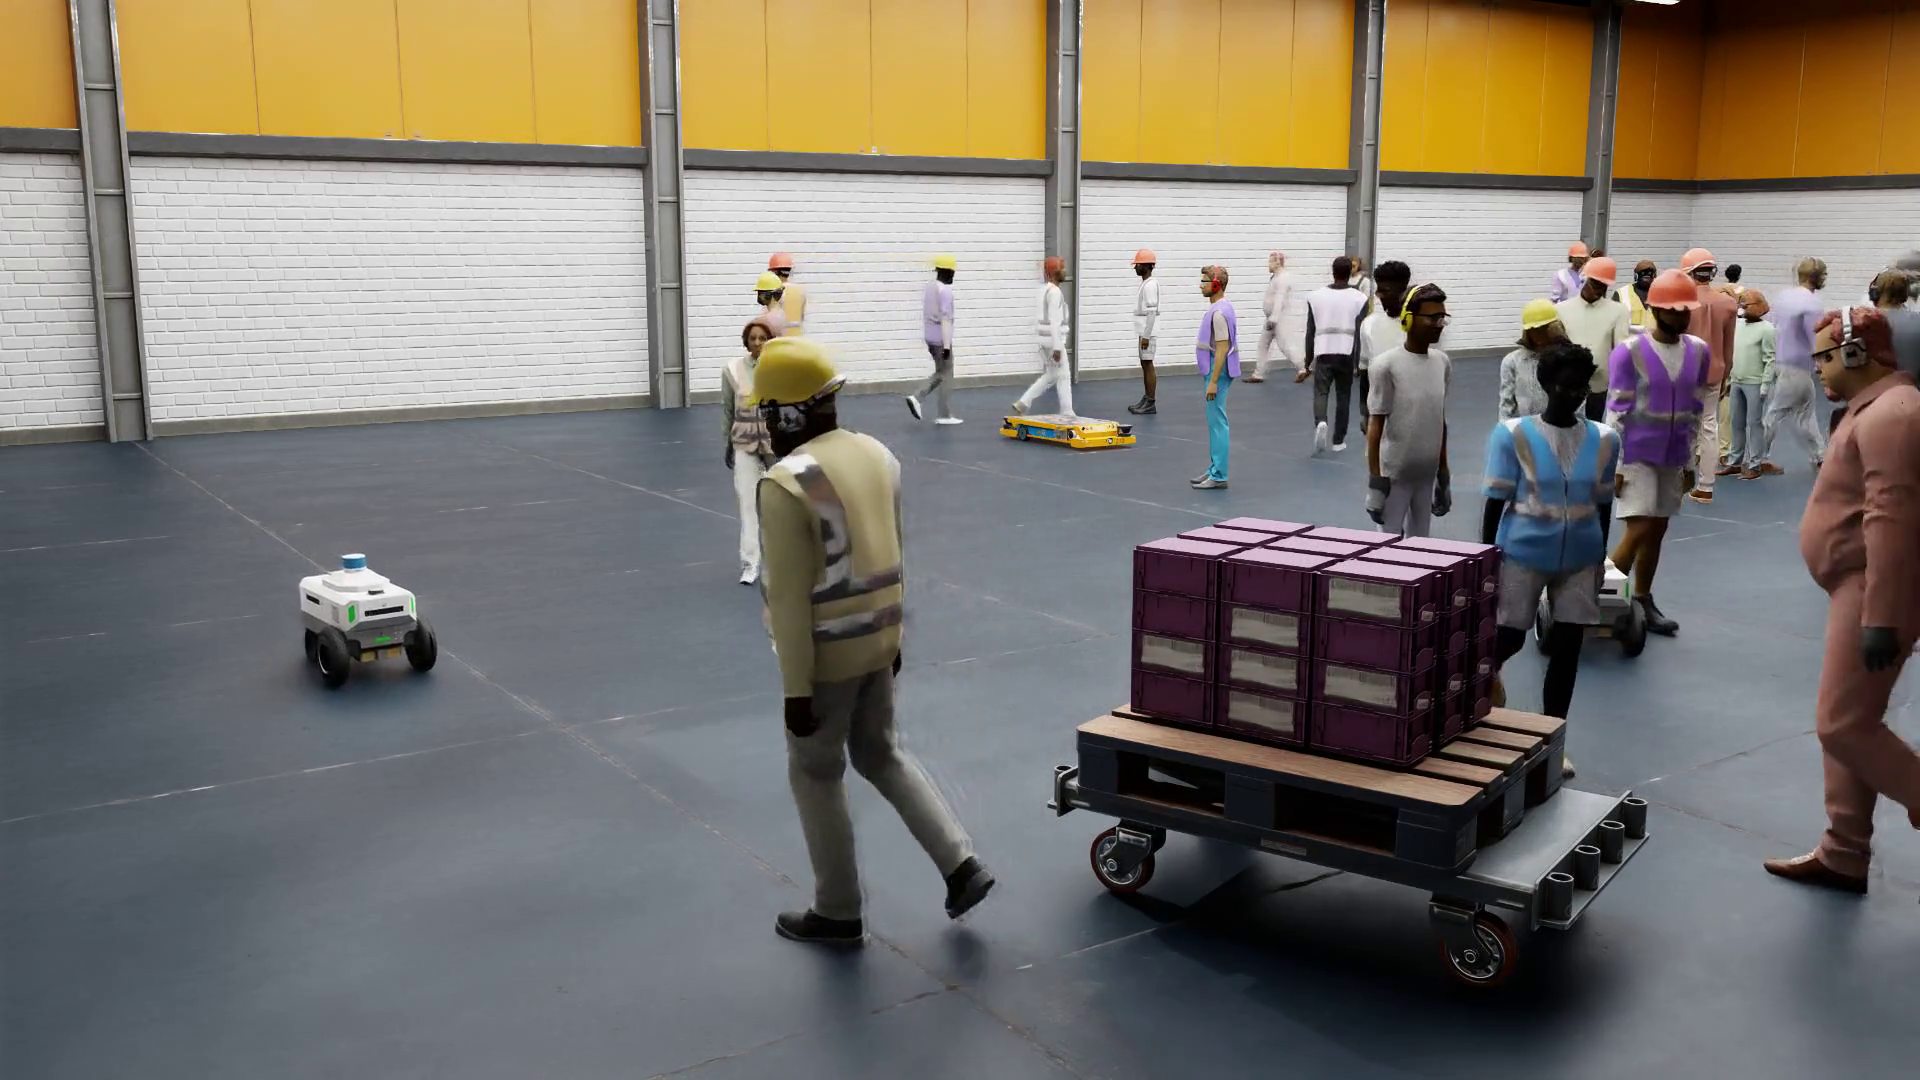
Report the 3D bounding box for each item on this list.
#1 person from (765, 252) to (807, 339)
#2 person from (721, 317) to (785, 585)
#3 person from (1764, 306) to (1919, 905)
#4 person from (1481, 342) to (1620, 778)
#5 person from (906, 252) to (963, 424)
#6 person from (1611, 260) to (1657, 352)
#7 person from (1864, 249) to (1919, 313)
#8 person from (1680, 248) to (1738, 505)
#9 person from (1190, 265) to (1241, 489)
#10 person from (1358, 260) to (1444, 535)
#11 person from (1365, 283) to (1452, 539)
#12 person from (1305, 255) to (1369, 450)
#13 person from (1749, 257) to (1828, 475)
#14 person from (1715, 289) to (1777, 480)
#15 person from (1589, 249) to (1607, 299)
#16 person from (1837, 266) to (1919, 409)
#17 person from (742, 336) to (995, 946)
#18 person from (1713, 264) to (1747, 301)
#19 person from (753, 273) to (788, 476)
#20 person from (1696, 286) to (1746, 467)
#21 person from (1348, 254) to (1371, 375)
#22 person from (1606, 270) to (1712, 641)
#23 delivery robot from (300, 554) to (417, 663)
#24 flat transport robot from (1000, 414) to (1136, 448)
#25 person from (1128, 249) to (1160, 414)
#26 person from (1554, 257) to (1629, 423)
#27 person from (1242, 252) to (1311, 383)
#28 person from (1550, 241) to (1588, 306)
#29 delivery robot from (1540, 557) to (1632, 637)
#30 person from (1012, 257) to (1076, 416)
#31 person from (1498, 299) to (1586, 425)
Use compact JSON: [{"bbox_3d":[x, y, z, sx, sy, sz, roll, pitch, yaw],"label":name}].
[{"bbox_3d":[-1.897,-2.016,17.277,0.848,1.902,0.583,10,14,42],"label":"person"},{"bbox_3d":[-1.203,-0.572,10.233,0.530,1.592,0.879,0,10,2],"label":"person"},{"bbox_3d":[2.911,0.212,5.207,0.596,1.864,0.707,5,12,27],"label":"person"},{"bbox_3d":[2.294,0.047,6.579,0.543,1.674,0.664,0,10,0],"label":"person"},{"bbox_3d":[-0.266,-2.221,18.409,0.539,1.909,0.606,-4,11,-23],"label":"person"},{"bbox_3d":[6.978,-1.944,17.081,0.624,1.844,0.429,1,10,7],"label":"person"},{"bbox_3d":[7.594,-1.404,13.569,0.685,2.000,0.962,-3,11,-16],"label":"person"},{"bbox_3d":[5.701,-1.263,12.940,0.608,1.989,0.387,-2,10,-9],"label":"person"},{"bbox_3d":[2.123,-1.337,13.745,0.389,1.842,0.565,1,10,6],"label":"person"},{"bbox_3d":[2.938,-0.883,11.019,0.644,1.935,0.721,10,14,42],"label":"person"},{"bbox_3d":[2.121,-0.280,7.906,0.509,1.864,0.332,-7,12,-32],"label":"person"},{"bbox_3d":[3.611,-1.780,16.012,0.594,1.900,0.722,3,11,17],"label":"person"},{"bbox_3d":[7.390,-1.492,14.449,1.004,1.885,0.651,1,10,5],"label":"person"},{"bbox_3d":[6.757,-1.331,14.286,0.276,1.631,0.507,-3,11,-16],"label":"person"},{"bbox_3d":[10.407,-3.836,27.371,0.535,1.869,0.314,-5,12,-27],"label":"person"},{"bbox_3d":[5.839,-0.768,10.478,0.643,1.907,0.942,0,10,1],"label":"person"},{"bbox_3d":[-0.300,0.319,4.790,0.660,1.802,0.614,6,12,29],"label":"person"},{"bbox_3d":[11.053,-3.107,23.882,0.570,1.677,0.541,-9,14,-41],"label":"person"},{"bbox_3d":[-1.632,-1.439,14.513,0.327,1.769,0.525,1,10,6],"label":"person"},{"bbox_3d":[6.875,-1.475,15.073,0.509,1.632,0.269,4,11,20],"label":"person"},{"bbox_3d":[5.690,-3.202,23.997,0.625,1.829,0.520,-9,14,-42],"label":"person"},{"bbox_3d":[3.571,-0.418,8.541,0.544,1.912,0.510,-2,11,-12],"label":"person"},{"bbox_3d":[-2.896,0.311,7.985,0.477,0.478,0.707,-9,13,-39],"label":"delivery robot"},{"bbox_3d":[1.077,-1.120,16.864,0.652,0.197,1.431,-7,12,-33],"label":"flat transport robot"},{"bbox_3d":[2.170,-2.447,19.572,0.359,1.938,0.547,0,10,1],"label":"person"},{"bbox_3d":[4.876,-1.239,13.015,0.616,1.929,1.018,2,11,12],"label":"person"},{"bbox_3d":[4.539,-3.147,23.600,0.910,1.871,0.643,-1,10,-3],"label":"person"},{"bbox_3d":[8.121,-2.913,21.925,0.693,2.009,0.721,2,11,11],"label":"person"},{"bbox_3d":[3.178,0.219,8.490,0.477,0.478,0.707,2,11,9],"label":"delivery robot"},{"bbox_3d":[1.000,-2.156,18.189,0.781,1.860,0.596,-1,10,-8],"label":"person"},{"bbox_3d":[3.444,-0.566,9.882,0.495,1.712,0.538,5,11,23],"label":"person"}]
